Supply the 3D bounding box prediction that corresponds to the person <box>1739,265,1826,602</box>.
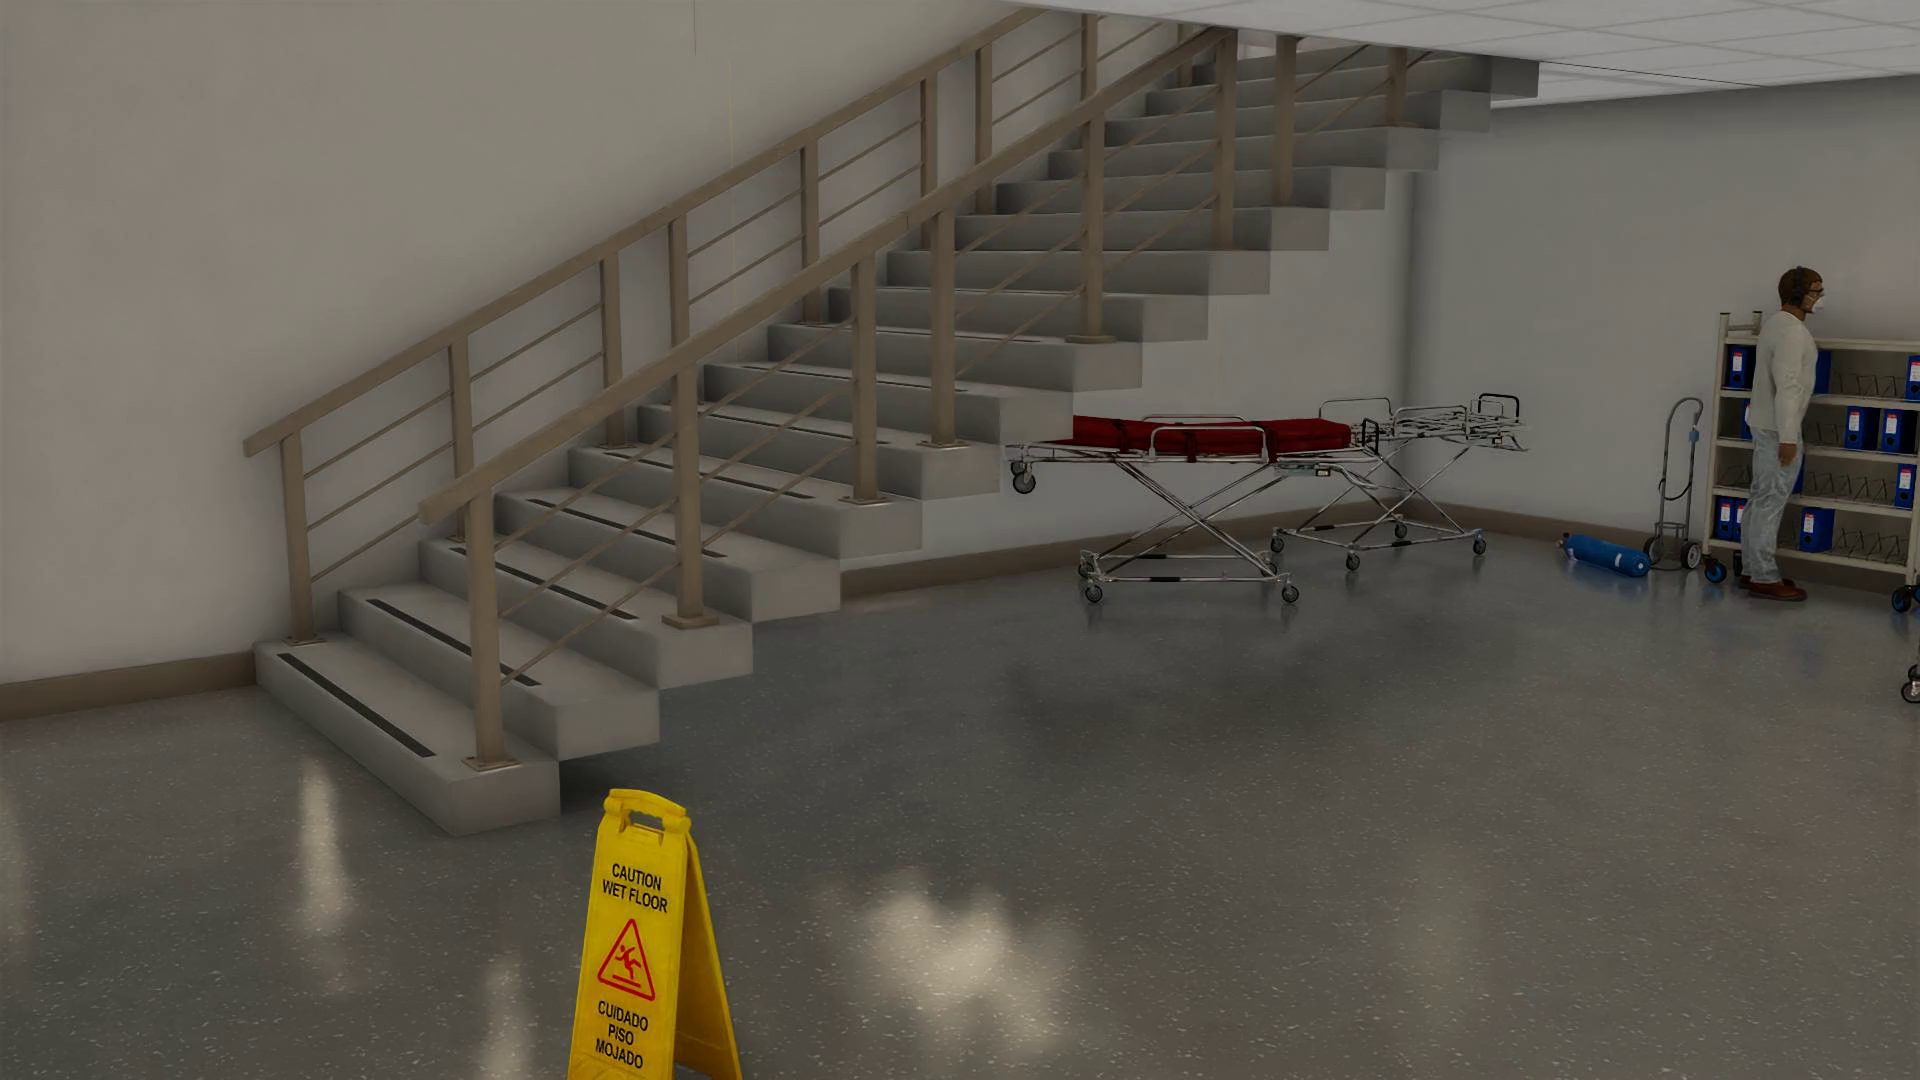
[{"bbox_3d":[4.805,-0.625,9.734,0.376,1.940,0.629,3,10,19],"label":"person"}]
